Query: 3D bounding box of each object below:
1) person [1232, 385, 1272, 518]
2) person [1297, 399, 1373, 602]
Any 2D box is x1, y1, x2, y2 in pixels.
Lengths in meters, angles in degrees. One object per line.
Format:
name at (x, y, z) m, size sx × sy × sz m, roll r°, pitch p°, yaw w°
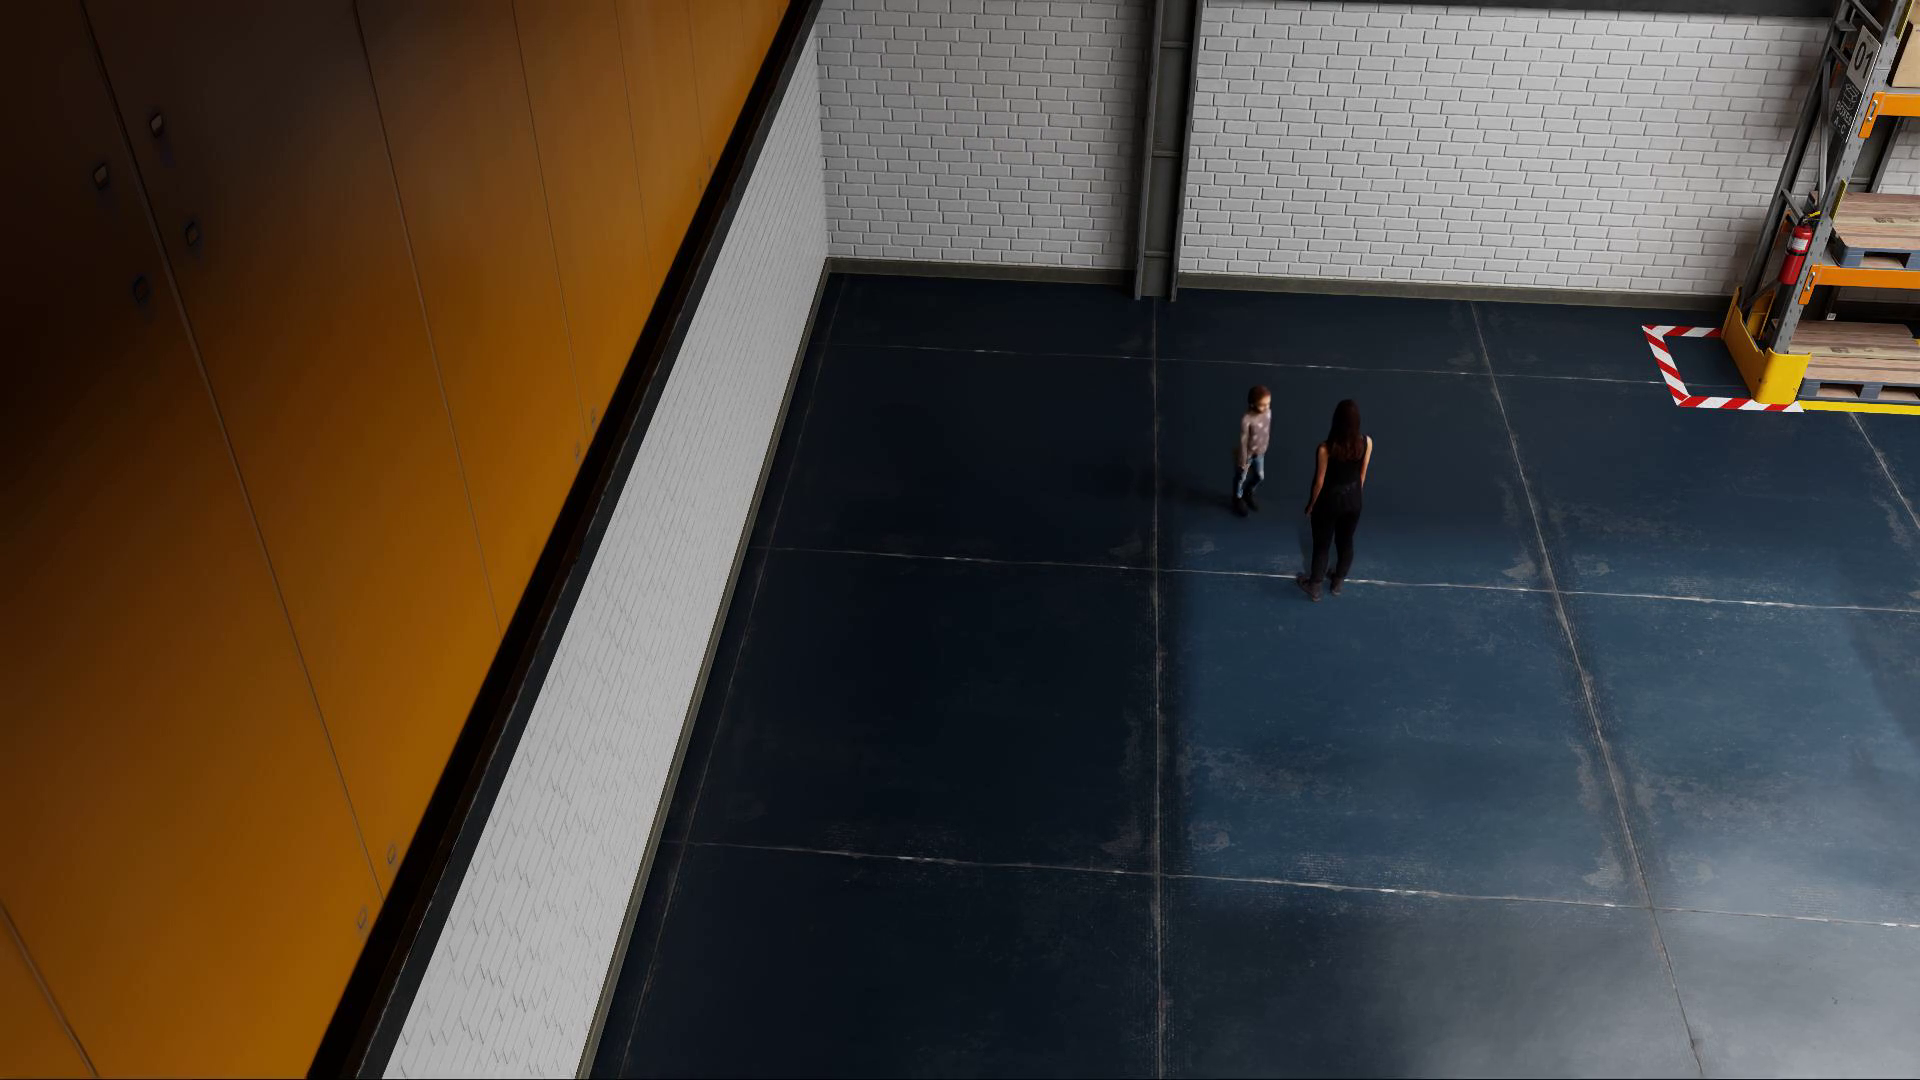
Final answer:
person at (2.235, -0.734, 12.957) m, size 0.533 × 1.190 × 0.622 m, roll -18°, pitch 42°, yaw -21°
person at (2.713, -0.276, 11.985) m, size 0.599 × 1.687 × 0.715 m, roll -9°, pitch 39°, yaw -11°
